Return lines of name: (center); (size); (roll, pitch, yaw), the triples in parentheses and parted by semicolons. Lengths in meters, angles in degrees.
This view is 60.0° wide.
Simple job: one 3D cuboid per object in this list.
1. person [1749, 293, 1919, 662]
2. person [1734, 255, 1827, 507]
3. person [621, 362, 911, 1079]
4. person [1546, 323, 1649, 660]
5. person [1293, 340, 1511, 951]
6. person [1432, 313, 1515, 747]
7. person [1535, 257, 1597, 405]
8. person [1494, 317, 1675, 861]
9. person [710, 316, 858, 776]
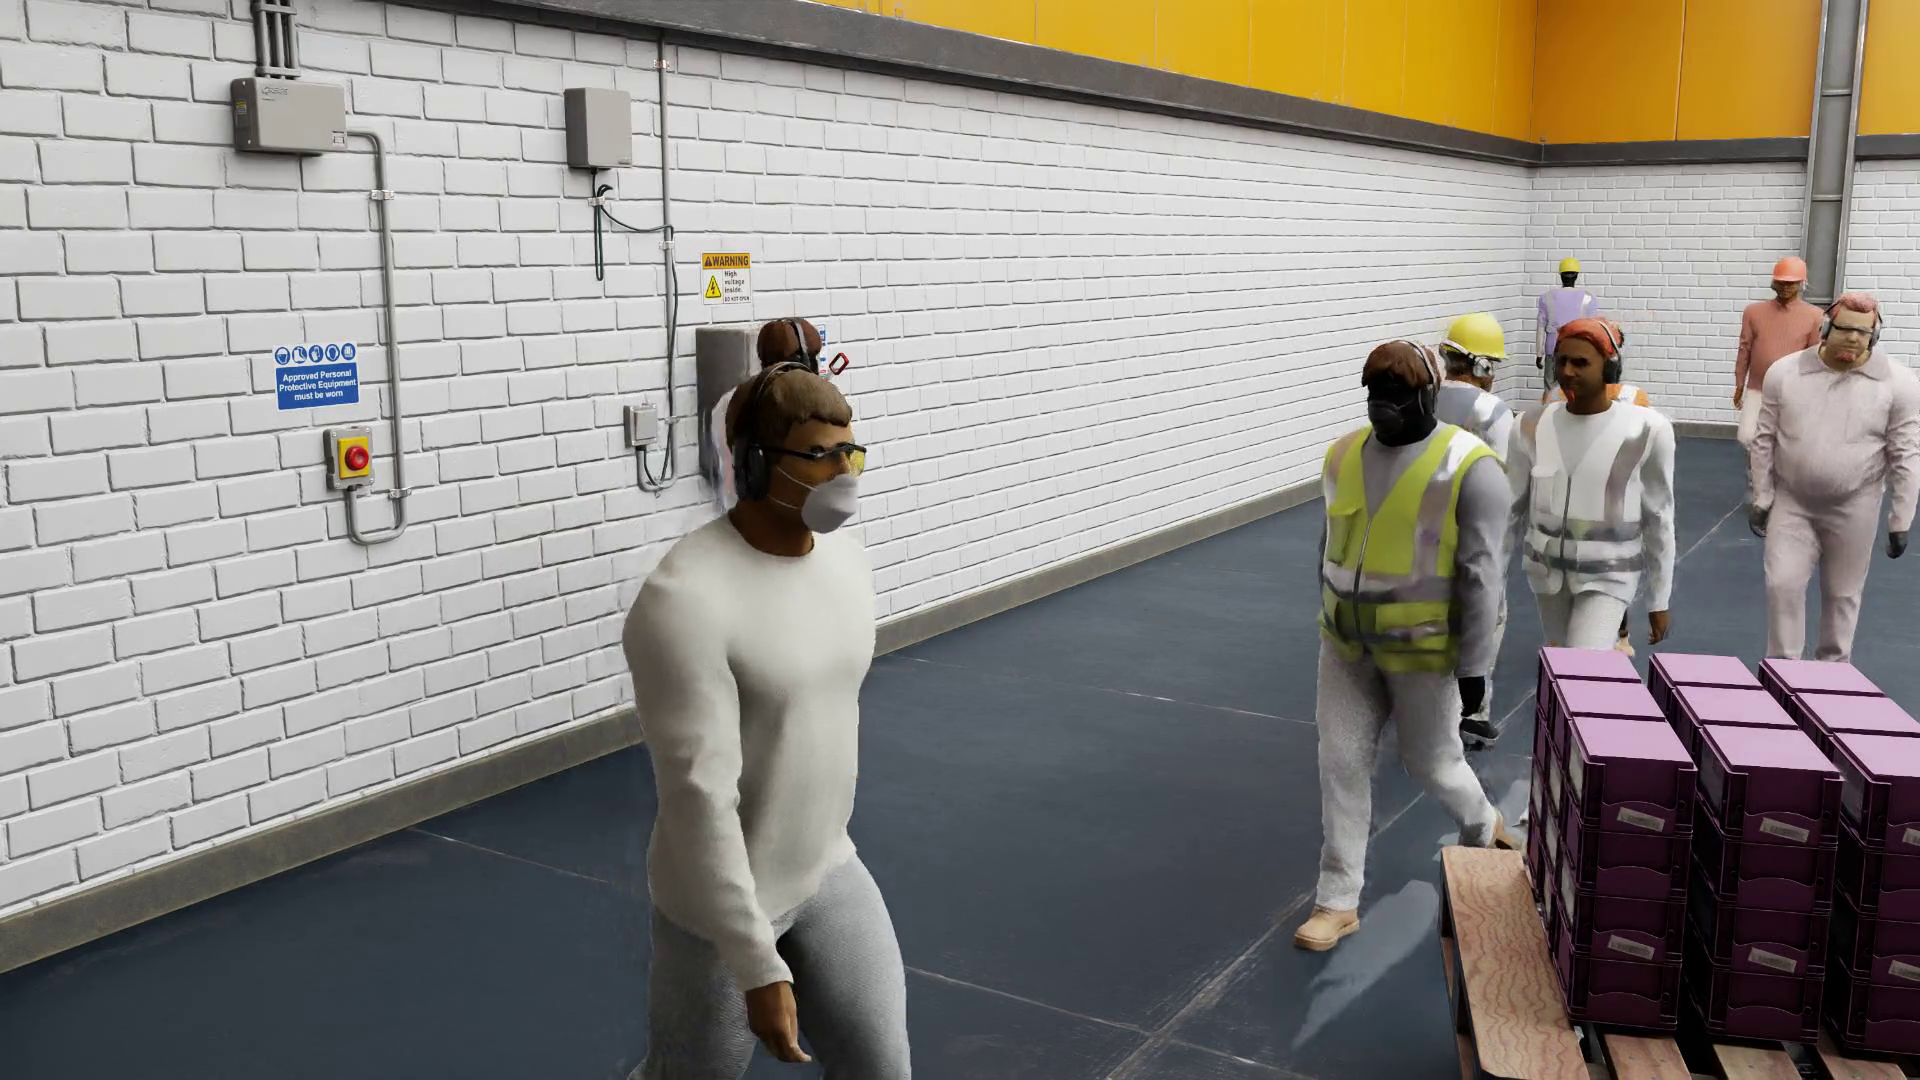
person: (3.792, -0.132, 7.271); (0.674, 1.870, 0.729); (7, 13, 36)
person: (6.190, -1.152, 12.605); (0.630, 1.979, 0.469); (8, 13, 38)
person: (-0.284, 0.643, 2.912); (0.990, 1.889, 0.640); (7, 12, 33)
person: (3.169, -0.234, 8.325); (0.551, 1.693, 0.346); (10, 14, 43)
person: (1.365, 0.300, 5.036); (0.815, 1.816, 0.626); (-10, 14, -43)
person: (2.049, -0.022, 6.843); (0.556, 1.802, 0.583); (-9, 14, -42)
person: (6.331, -1.990, 17.430); (0.598, 1.919, 0.383); (3, 11, 15)
person: (2.060, 0.169, 5.698); (0.974, 1.830, 0.595); (-9, 14, -42)
person: (-0.706, 0.089, 6.169); (0.623, 1.829, 0.680); (8, 13, 38)
